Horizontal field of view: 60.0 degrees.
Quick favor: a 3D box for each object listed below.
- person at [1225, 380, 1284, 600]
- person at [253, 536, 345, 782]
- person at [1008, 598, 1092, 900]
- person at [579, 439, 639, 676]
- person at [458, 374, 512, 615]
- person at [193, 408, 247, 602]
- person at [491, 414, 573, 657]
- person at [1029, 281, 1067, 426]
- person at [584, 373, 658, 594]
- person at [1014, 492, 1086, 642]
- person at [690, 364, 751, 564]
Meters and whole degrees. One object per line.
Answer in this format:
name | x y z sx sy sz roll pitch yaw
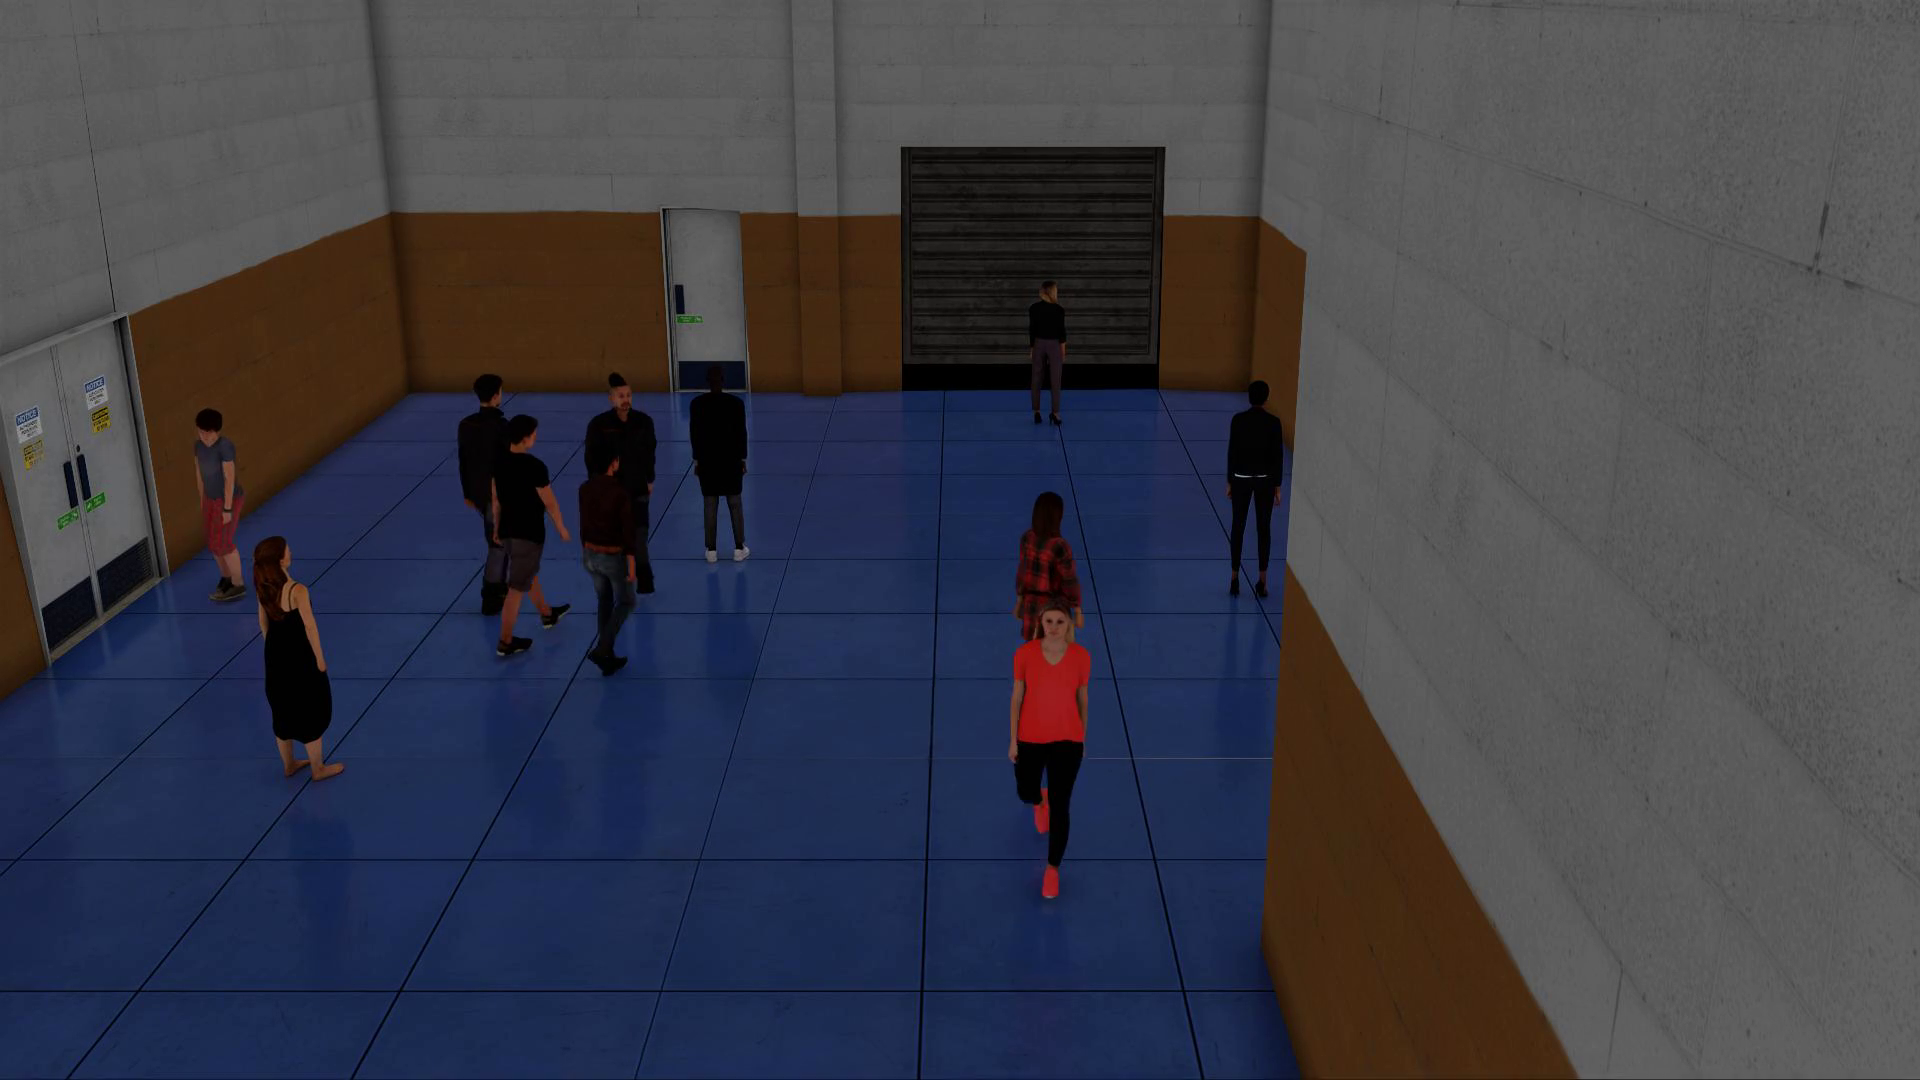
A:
person | 2.401 -0.415 13.647 0.582 1.834 0.737 6 20 18
person | -4.242 0.747 10.529 0.614 1.624 0.713 8 20 21
person | 0.497 1.109 9.376 1.002 1.675 0.753 2 19 6
person | -2.601 0.178 11.998 0.848 1.764 0.884 8 20 22
person | -3.789 -0.342 13.288 0.870 1.924 0.939 12 22 31
person | -5.995 -0.299 13.613 0.669 1.623 0.764 15 23 37
person | -3.350 -0.001 12.450 1.152 1.814 1.101 11 22 30
person | 0.994 -2.134 19.006 0.588 1.667 0.724 8 20 21
person | -2.838 -0.479 13.833 1.240 1.814 1.123 -7 20 -20
person | 0.508 0.529 11.107 1.093 1.669 1.001 -16 25 -40
person | -2.102 -0.675 14.532 0.489 1.761 0.700 -1 19 -2
